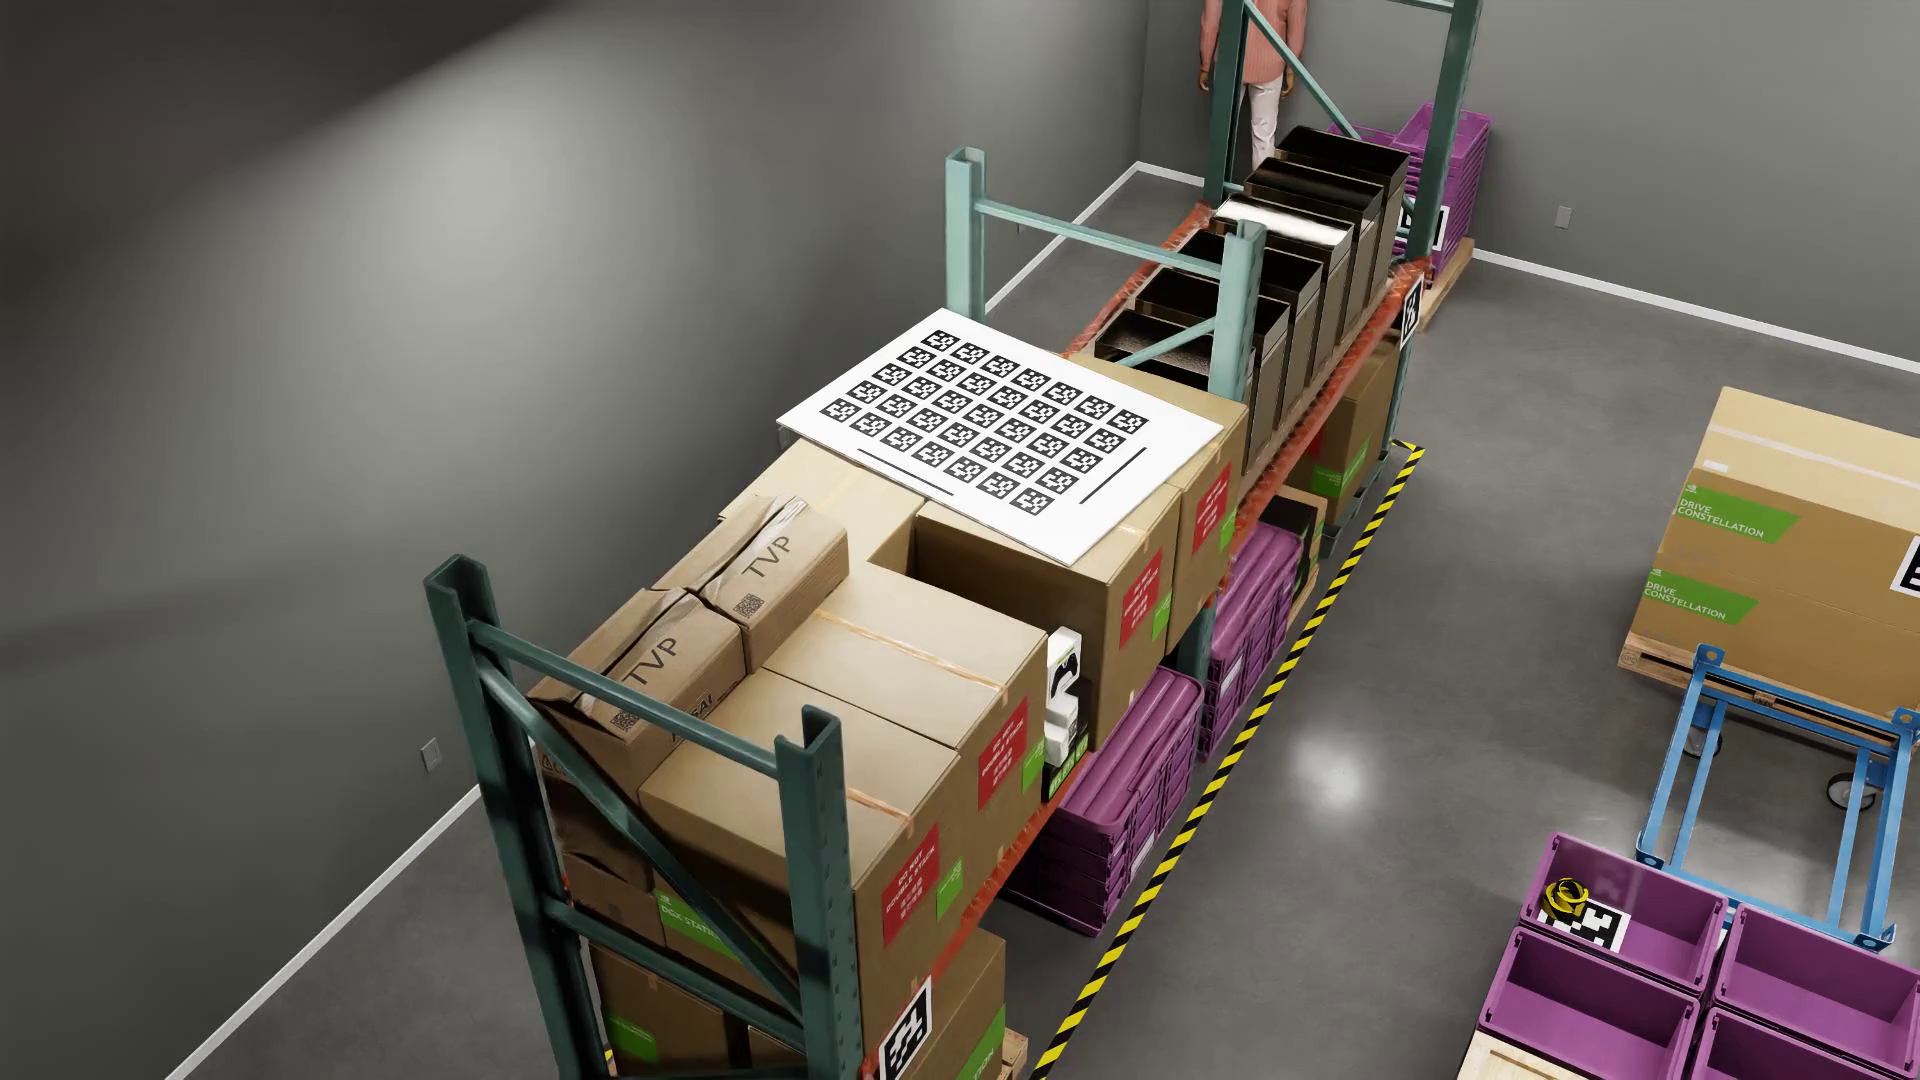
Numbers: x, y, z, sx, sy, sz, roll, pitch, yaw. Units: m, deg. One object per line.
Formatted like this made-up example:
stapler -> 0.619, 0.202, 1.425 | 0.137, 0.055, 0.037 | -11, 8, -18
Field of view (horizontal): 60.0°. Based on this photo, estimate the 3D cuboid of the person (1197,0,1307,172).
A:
person -> 1.722, -2.840, 9.937 | 0.612, 1.995, 0.393 | 5, 40, 6
